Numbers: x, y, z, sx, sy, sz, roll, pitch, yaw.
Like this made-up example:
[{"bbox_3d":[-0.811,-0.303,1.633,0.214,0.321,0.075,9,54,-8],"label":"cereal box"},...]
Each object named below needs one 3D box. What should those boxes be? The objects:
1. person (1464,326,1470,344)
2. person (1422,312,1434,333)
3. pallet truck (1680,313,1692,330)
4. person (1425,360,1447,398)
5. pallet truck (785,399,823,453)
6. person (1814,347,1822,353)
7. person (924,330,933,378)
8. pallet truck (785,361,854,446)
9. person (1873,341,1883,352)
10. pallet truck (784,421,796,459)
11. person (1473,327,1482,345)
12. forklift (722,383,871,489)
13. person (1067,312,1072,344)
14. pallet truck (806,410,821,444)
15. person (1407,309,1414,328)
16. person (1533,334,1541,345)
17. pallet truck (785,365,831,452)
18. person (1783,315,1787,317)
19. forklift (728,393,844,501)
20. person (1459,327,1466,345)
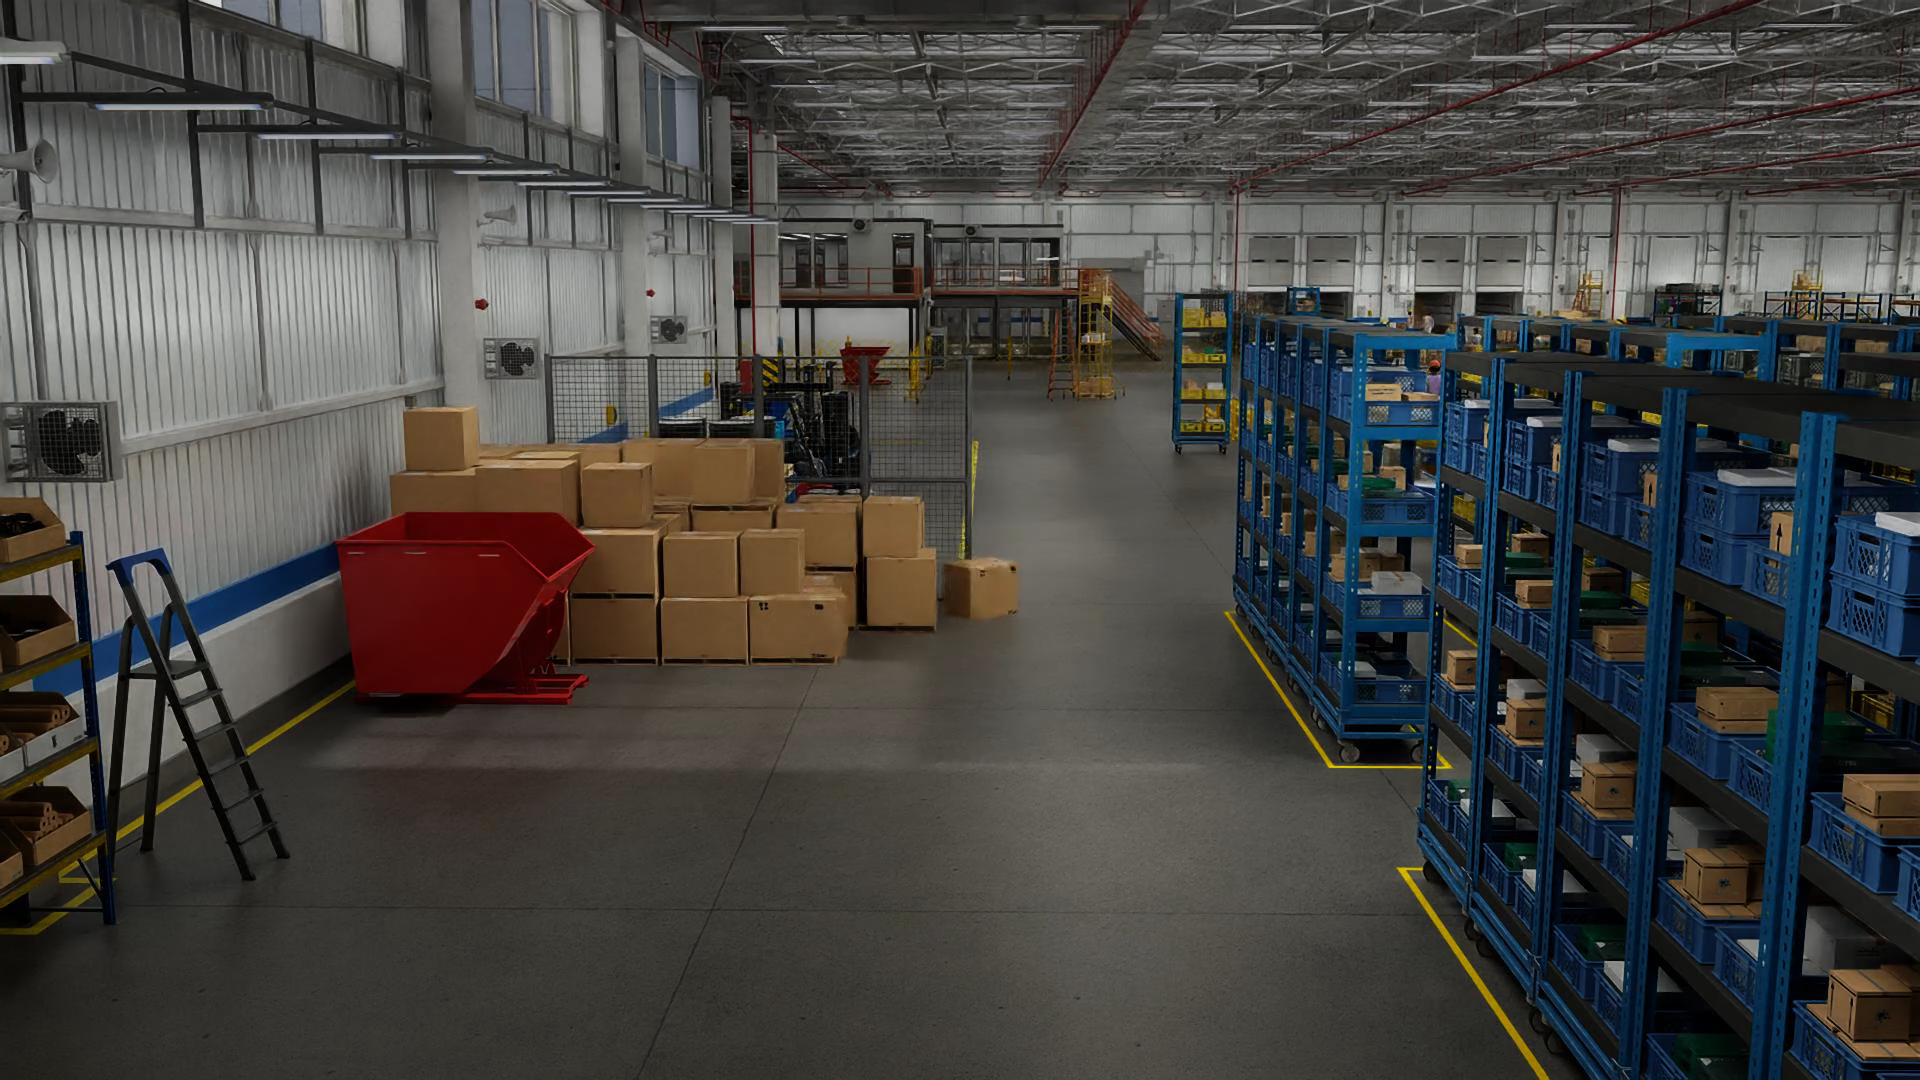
[{"bbox_3d":[24.606,-9.984,81.217,0.572,1.883,0.358,7,11,36],"label":"person"},{"bbox_3d":[26.612,-12.081,94.547,0.636,1.777,1.062,5,10,27],"label":"person"},{"bbox_3d":[36.315,-10.531,84.244,0.823,1.965,1.885,-6,11,-33],"label":"pallet truck"},{"bbox_3d":[10.989,-3.161,38.640,0.611,2.043,0.375,0,9,0],"label":"person"},{"bbox_3d":[-3.814,-2.432,36.419,1.630,1.274,0.653,0,9,1],"label":"pallet truck"},{"bbox_3d":[28.037,-5.509,54.471,0.543,1.599,0.781,0,9,2],"label":"person"},{"bbox_3d":[-1.213,-7.155,63.880,0.336,1.845,0.513,3,10,19],"label":"person"},{"bbox_3d":[-3.410,-3.193,38.978,1.885,1.965,0.823,0,9,-1],"label":"pallet truck"},{"bbox_3d":[32.367,-6.384,58.897,0.694,1.915,0.585,2,9,10],"label":"person"},{"bbox_3d":[-4.013,-1.793,32.705,1.601,1.201,0.680,0,9,1],"label":"pallet truck"},{"bbox_3d":[20.472,-7.509,66.016,0.521,1.865,0.328,-8,12,-39],"label":"person"},{"bbox_3d":[-2.893,-1.687,28.729,2.680,1.987,1.157,0,9,-1],"label":"forklift"},{"bbox_3d":[5.886,-11.626,91.219,0.433,1.930,0.611,9,13,43],"label":"person"},{"bbox_3d":[-3.559,-2.018,33.905,1.522,1.261,0.704,0,9,-1],"label":"pallet truck"},{"bbox_3d":[25.607,-12.176,94.627,0.396,1.921,0.585,7,11,36],"label":"person"},{"bbox_3d":[21.973,-7.129,63.569,0.654,1.893,0.606,4,10,21],"label":"person"},{"bbox_3d":[-3.774,-2.976,37.635,1.885,1.965,0.823,1,9,5],"label":"pallet truck"},{"bbox_3d":[40.387,-10.059,81.523,0.374,1.936,0.627,-4,10,-24],"label":"person"},{"bbox_3d":[-2.979,-1.316,26.476,2.680,1.987,1.157,0,9,1],"label":"forklift"},{"bbox_3d":[23.479,-9.387,77.521,0.716,1.901,0.598,2,9,13],"label":"person"}]
